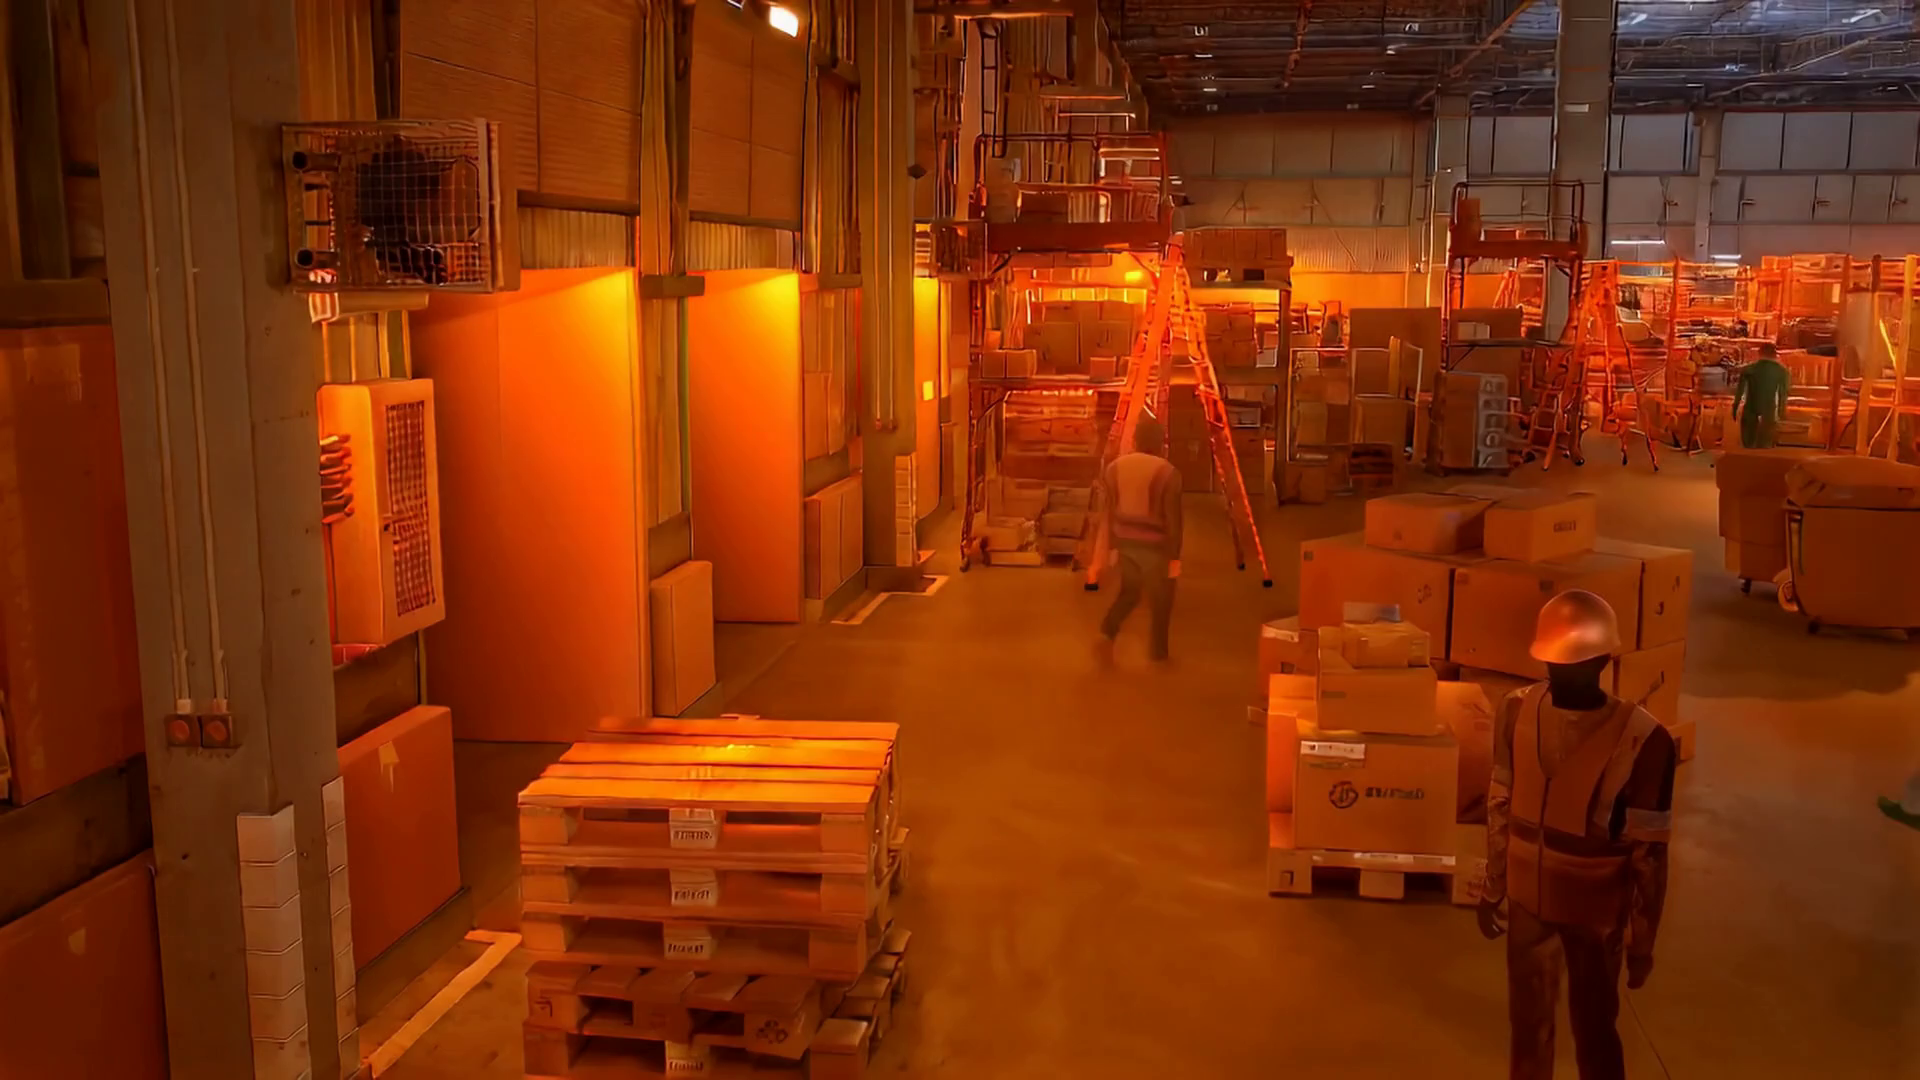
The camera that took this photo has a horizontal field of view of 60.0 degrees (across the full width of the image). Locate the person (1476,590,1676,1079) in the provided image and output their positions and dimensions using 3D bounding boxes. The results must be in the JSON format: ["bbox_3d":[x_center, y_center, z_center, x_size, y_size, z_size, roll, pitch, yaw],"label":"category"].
[{"bbox_3d":[1.829,1.089,5.026,0.391,1.918,0.587,-7,11,-35],"label":"person"}]

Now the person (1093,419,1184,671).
[{"bbox_3d":[1.265,0.058,11.672,0.631,1.821,0.725,8,12,40],"label":"person"}]

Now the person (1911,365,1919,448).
[{"bbox_3d":[15.535,-2.338,26.713,0.320,1.736,0.487,4,10,26],"label":"person"}]

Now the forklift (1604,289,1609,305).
[{"bbox_3d":[16.940,-5.783,44.435,1.129,2.768,1.873,-1,9,-8],"label":"forklift"}]

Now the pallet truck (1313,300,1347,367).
[{"bbox_3d":[11.159,-6.200,49.718,0.823,1.965,1.885,4,10,26],"label":"pallet truck"}]

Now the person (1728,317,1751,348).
[{"bbox_3d":[20.066,-4.927,42.855,0.536,1.676,0.562,2,9,11],"label":"person"}]

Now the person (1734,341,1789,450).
[{"bbox_3d":[10.729,-1.710,22.293,0.643,1.916,0.607,2,9,13],"label":"person"}]

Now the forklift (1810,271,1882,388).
[{"bbox_3d":[20.726,-4.780,38.245,1.873,2.768,1.129,1,9,9],"label":"forklift"}]

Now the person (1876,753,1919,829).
[{"bbox_3d":[5.005,0.638,8.119,0.518,1.823,0.993,-1,9,-7],"label":"person"}]
